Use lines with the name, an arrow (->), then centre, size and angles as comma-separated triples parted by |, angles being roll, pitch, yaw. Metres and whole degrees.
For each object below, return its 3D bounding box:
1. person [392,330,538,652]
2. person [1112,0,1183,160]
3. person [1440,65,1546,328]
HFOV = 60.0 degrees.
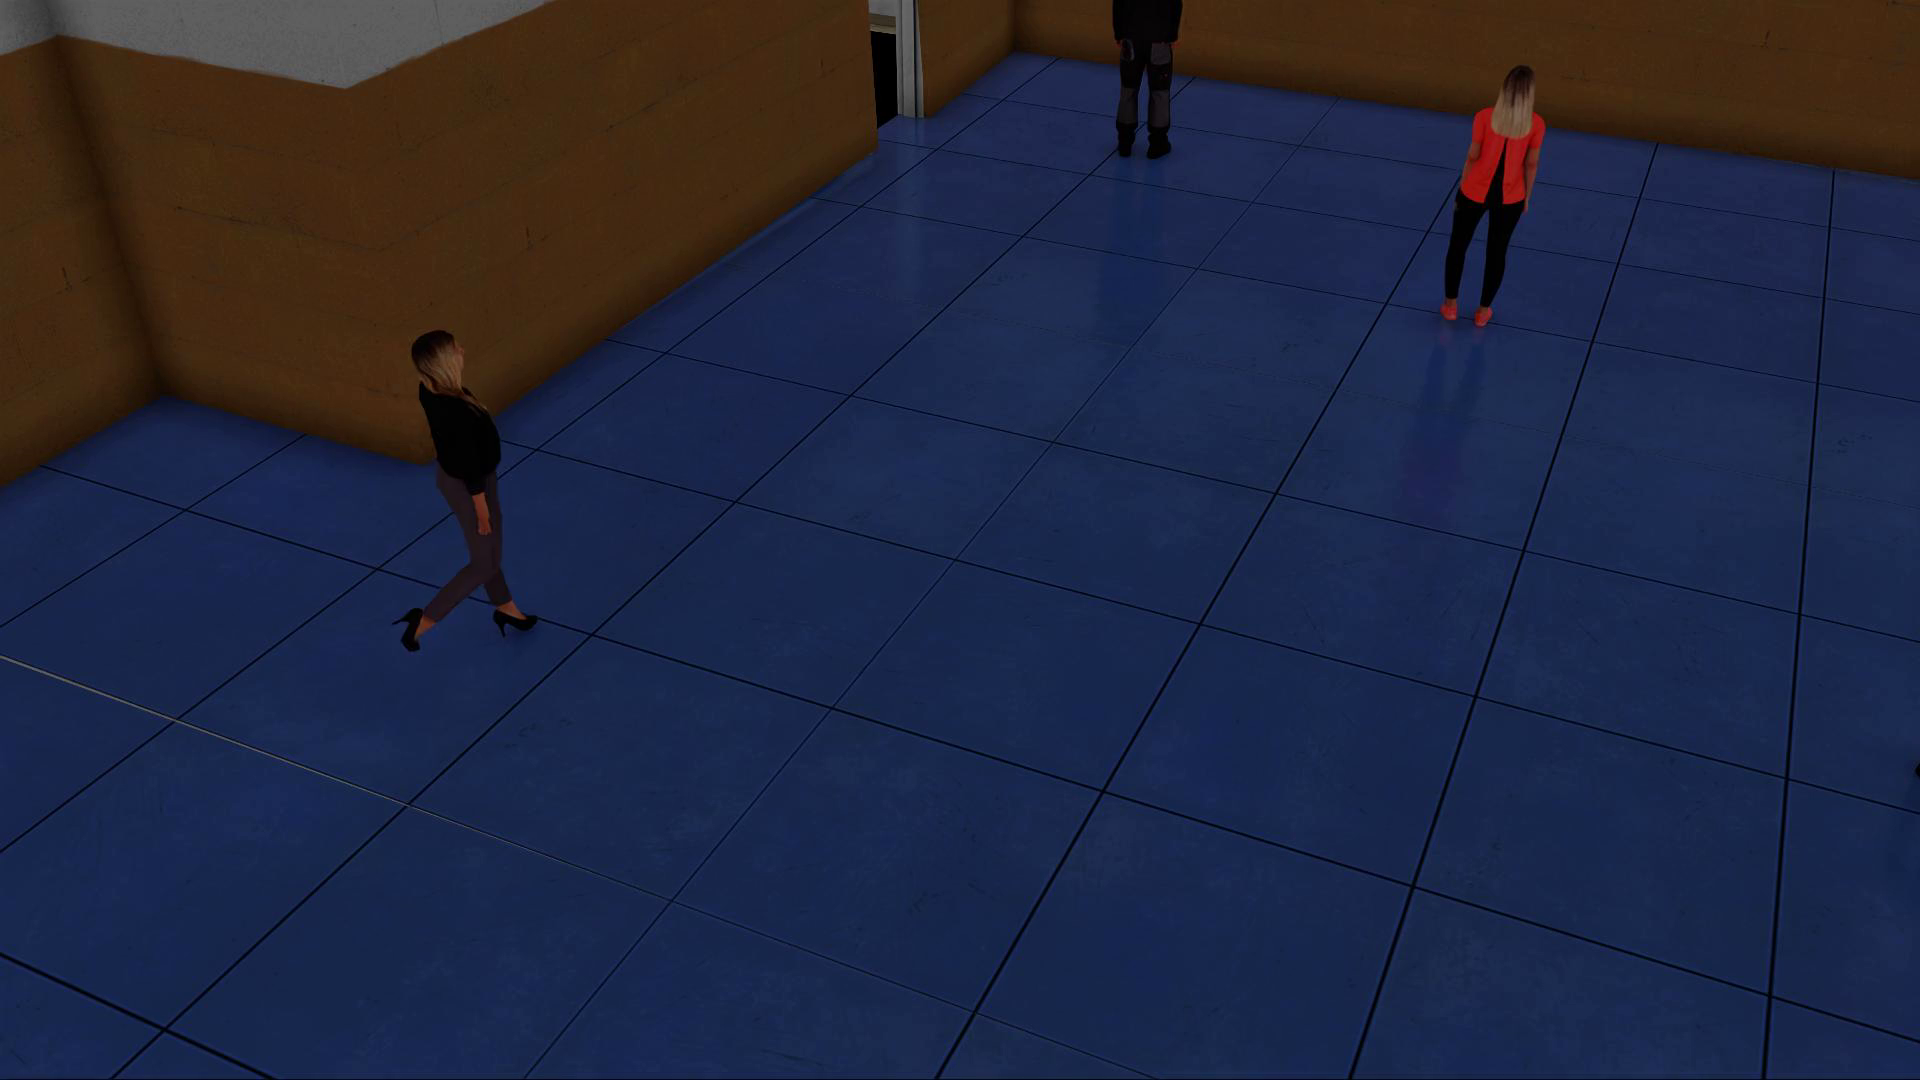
person -> -2.303, -0.160, 7.543 | 0.909, 1.652, 0.952 | -23, 40, -31
person -> 1.456, -3.964, 12.997 | 0.574, 1.945, 0.787 | 9, 35, 13
person -> 3.350, -2.145, 10.492 | 0.549, 1.691, 0.720 | 7, 34, 11
